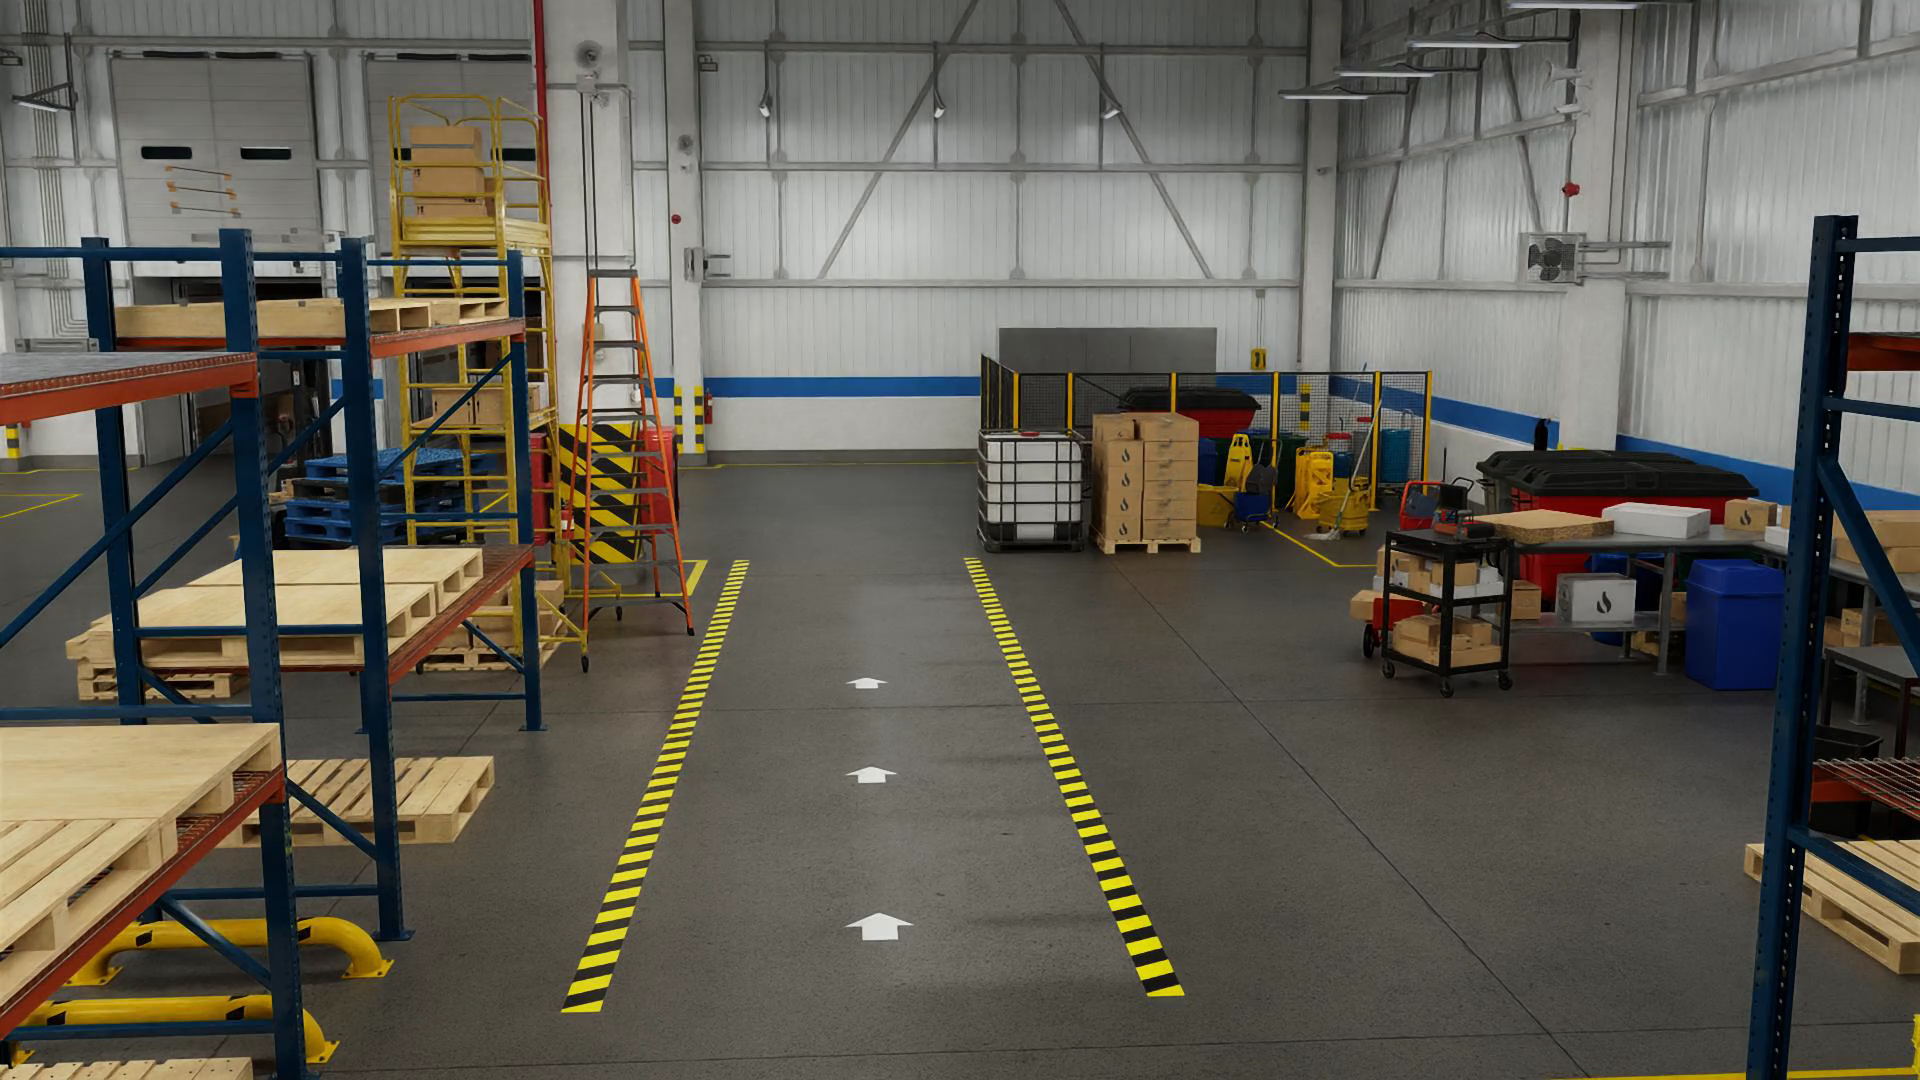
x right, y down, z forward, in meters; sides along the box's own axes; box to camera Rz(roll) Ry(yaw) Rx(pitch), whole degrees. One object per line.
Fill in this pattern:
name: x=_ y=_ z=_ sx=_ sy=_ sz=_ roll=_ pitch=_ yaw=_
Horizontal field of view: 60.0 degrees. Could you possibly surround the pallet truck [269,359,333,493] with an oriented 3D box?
pallet truck: x=-7.062 y=-1.131 z=18.996 sx=1.885 sy=1.965 sz=0.823 roll=2 pitch=9 yaw=13
